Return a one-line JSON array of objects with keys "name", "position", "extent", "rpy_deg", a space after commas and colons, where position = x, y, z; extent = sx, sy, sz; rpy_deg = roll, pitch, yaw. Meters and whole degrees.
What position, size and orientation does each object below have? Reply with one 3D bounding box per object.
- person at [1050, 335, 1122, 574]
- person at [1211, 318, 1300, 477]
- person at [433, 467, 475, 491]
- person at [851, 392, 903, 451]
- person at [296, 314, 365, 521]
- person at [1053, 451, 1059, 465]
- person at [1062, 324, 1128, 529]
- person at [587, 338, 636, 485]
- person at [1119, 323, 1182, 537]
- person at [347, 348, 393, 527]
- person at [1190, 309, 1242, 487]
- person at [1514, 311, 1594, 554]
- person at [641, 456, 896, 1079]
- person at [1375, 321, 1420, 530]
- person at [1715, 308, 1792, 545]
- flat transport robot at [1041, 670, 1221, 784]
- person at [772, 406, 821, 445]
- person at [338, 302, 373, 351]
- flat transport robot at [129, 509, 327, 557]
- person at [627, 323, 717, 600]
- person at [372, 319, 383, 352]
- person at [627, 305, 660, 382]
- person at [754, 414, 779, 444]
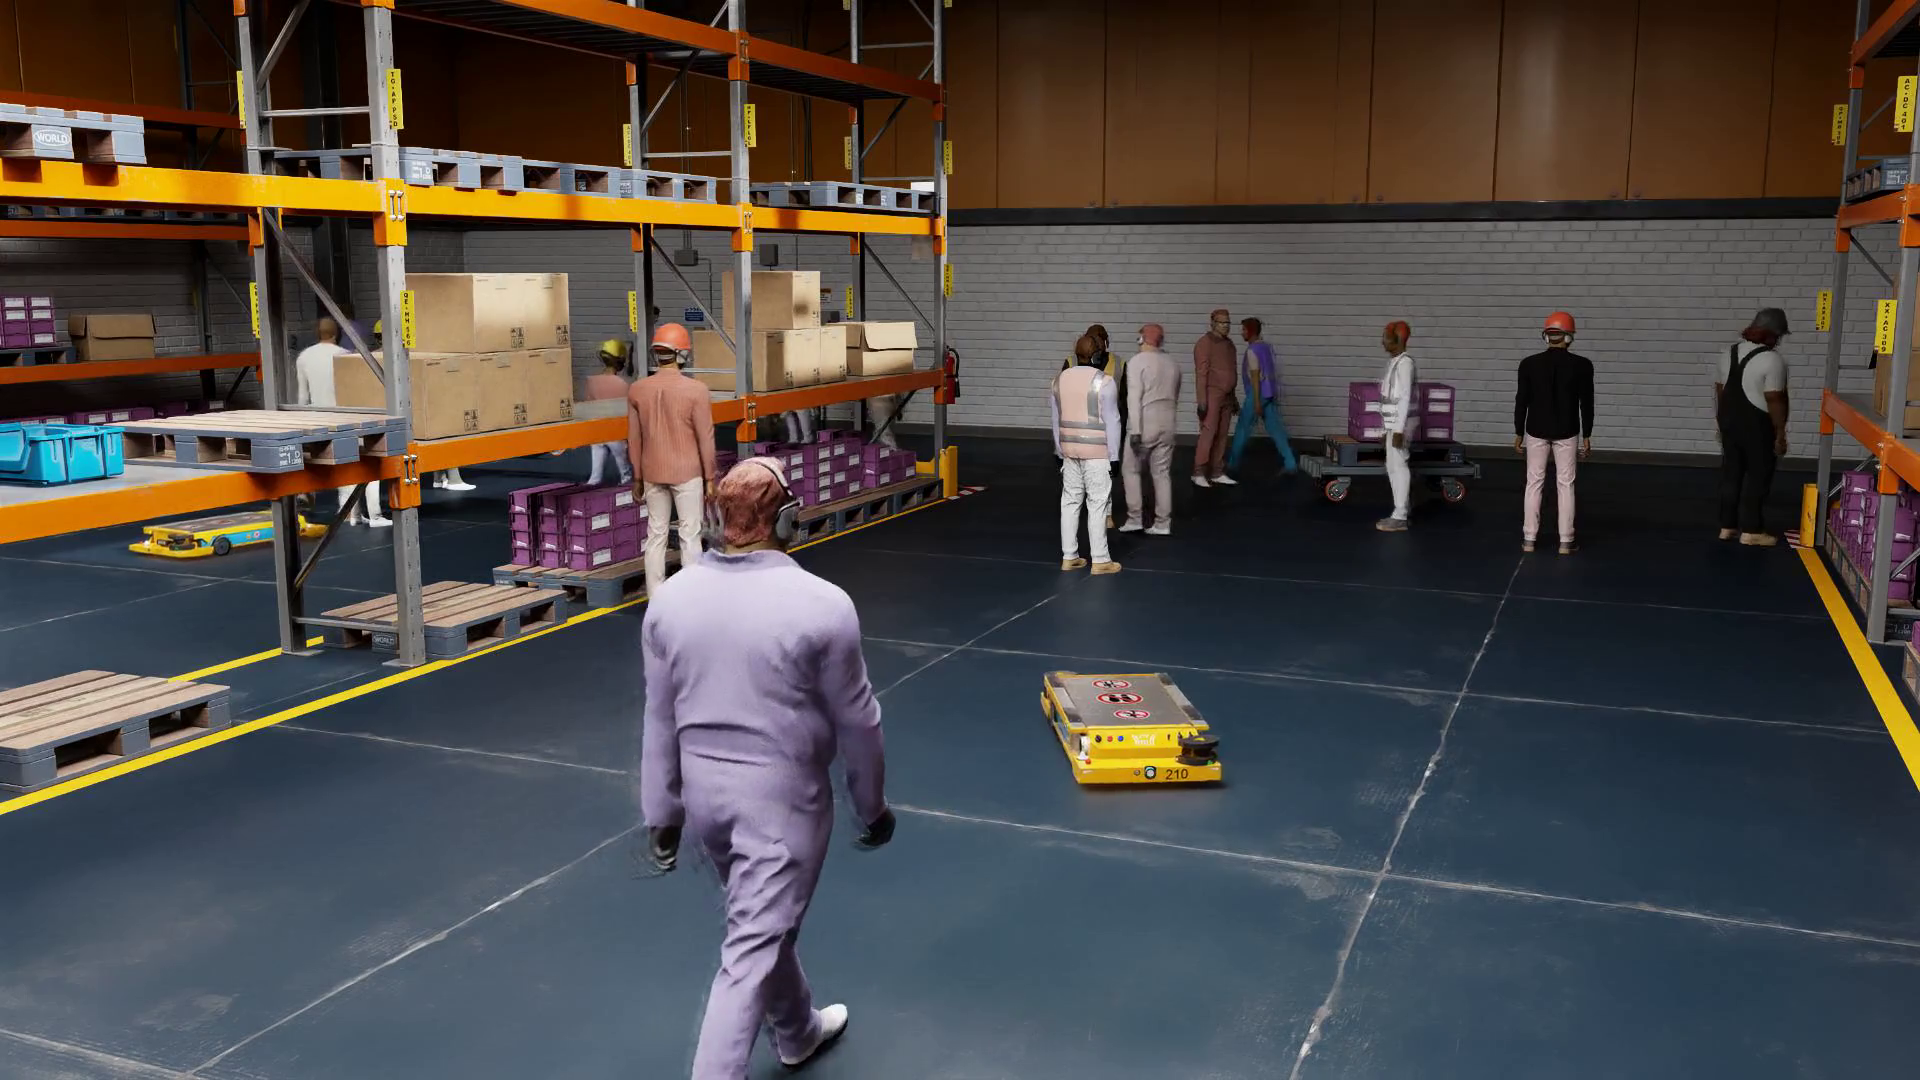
[{"name": "person", "position": [0.996, -0.657, 12.830], "extent": [0.626, 1.844, 0.429], "rpy_deg": [8, 13, 41]}, {"name": "person", "position": [3.370, -1.584, 18.672], "extent": [1.018, 1.798, 0.593], "rpy_deg": [6, 11, 31]}, {"name": "person", "position": [-5.398, -1.481, 17.566], "extent": [0.594, 1.922, 0.386], "rpy_deg": [8, 12, 41]}, {"name": "person", "position": [-0.885, -1.427, 18.250], "extent": [0.867, 1.592, 0.527], "rpy_deg": [6, 11, 32]}, {"name": "person", "position": [-5.790, -1.106, 15.301], "extent": [0.641, 1.923, 0.575], "rpy_deg": [3, 10, 18]}, {"name": "person", "position": [1.406, -1.573, 19.064], "extent": [0.669, 1.611, 0.528], "rpy_deg": [-5, 10, -26]}, {"name": "person", "position": [1.214, -1.017, 15.005], "extent": [0.620, 1.845, 0.430], "rpy_deg": [-1, 9, -4]}, {"name": "person", "position": [-3.095, -0.891, 14.565], "extent": [0.528, 1.744, 0.789], "rpy_deg": [5, 11, 27]}, {"name": "person", "position": [1.700, -0.960, 14.618], "extent": [0.674, 1.858, 0.593], "rpy_deg": [-7, 12, -35]}, {"name": "person", "position": [-5.410, -0.933, 15.130], "extent": [0.503, 1.631, 0.283], "rpy_deg": [5, 11, 27]}, {"name": "person", "position": [2.789, -1.520, 17.934], "extent": [0.424, 1.909, 0.692], "rpy_deg": [8, 12, 40]}, {"name": "person", "position": [4.909, -0.886, 13.756], "extent": [0.619, 1.990, 0.395], "rpy_deg": [4, 10, 25]}, {"name": "person", "position": [-0.533, 0.707, 4.515], "extent": [0.637, 1.860, 1.003], "rpy_deg": [5, 11, 30]}, {"name": "person", "position": [3.950, -1.013, 14.935], "extent": [0.413, 1.871, 0.613], "rpy_deg": [1, 9, 5]}, {"name": "person", "position": [6.819, -0.991, 14.245], "extent": [0.539, 2.000, 0.713], "rpy_deg": [-3, 10, -17]}, {"name": "flat transport robot", "position": [0.808, 0.891, 8.190], "extent": [0.652, 0.197, 1.431], "rpy_deg": [-1, 9, -4]}, {"name": "person", "position": [-1.750, -1.415, 17.410], "extent": [0.562, 1.847, 0.594], "rpy_deg": [5, 11, 27]}, {"name": "person", "position": [-8.326, -2.284, 22.599], "extent": [0.799, 1.887, 0.568], "rpy_deg": [-1, 9, -8]}, {"name": "flat transport robot", "position": [-6.144, -0.068, 14.004], "extent": [0.652, 0.197, 1.431], "rpy_deg": [5, 11, 29]}, {"name": "person", "position": [-1.878, -0.430, 10.984], "extent": [0.620, 1.992, 0.393], "rpy_deg": [3, 10, 17]}, {"name": "person", "position": [-6.454, -1.599, 18.764], "extent": [0.317, 1.767, 0.535], "rpy_deg": [4, 10, 25]}, {"name": "person", "position": [-4.524, -2.434, 23.658], "extent": [0.673, 1.832, 0.338], "rpy_deg": [9, 13, 42]}, {"name": "person", "position": [-2.534, -2.073, 21.239], "extent": [0.581, 1.890, 0.955], "rpy_deg": [4, 10, 23]}]
